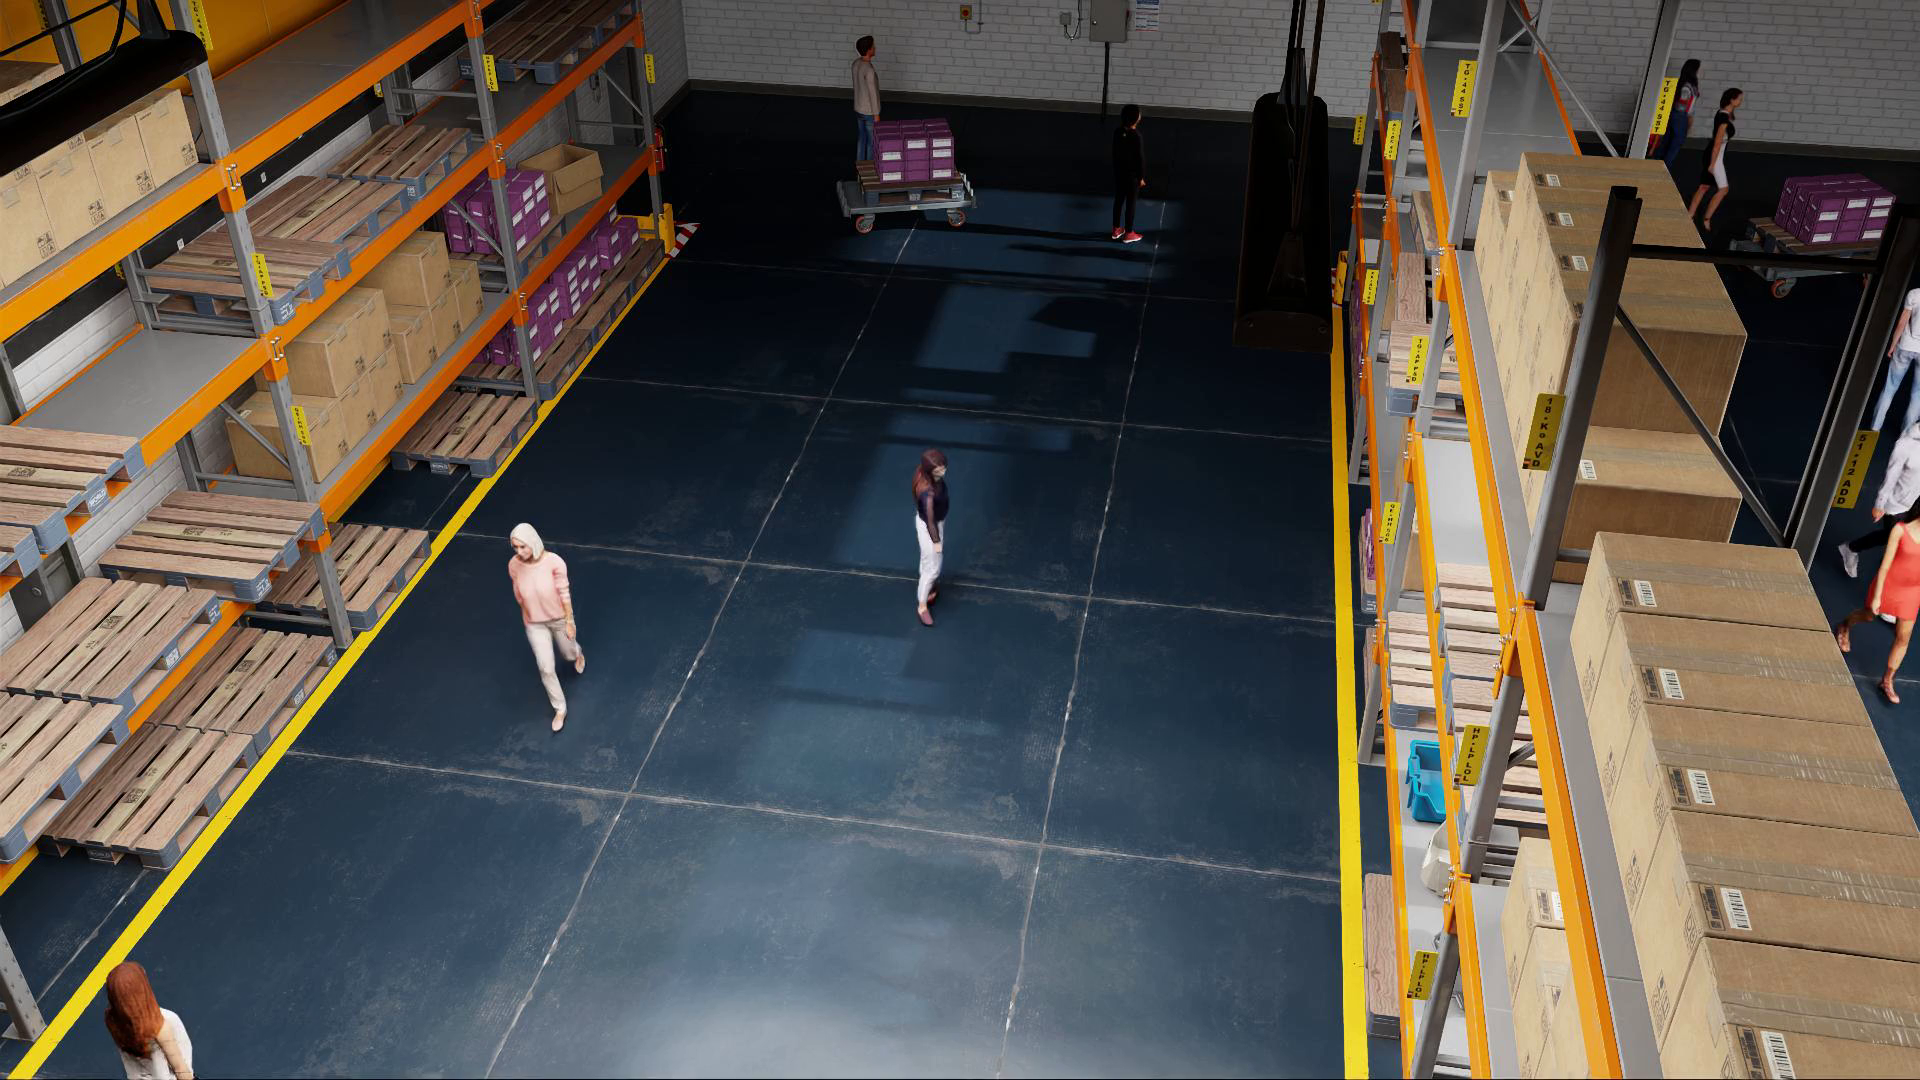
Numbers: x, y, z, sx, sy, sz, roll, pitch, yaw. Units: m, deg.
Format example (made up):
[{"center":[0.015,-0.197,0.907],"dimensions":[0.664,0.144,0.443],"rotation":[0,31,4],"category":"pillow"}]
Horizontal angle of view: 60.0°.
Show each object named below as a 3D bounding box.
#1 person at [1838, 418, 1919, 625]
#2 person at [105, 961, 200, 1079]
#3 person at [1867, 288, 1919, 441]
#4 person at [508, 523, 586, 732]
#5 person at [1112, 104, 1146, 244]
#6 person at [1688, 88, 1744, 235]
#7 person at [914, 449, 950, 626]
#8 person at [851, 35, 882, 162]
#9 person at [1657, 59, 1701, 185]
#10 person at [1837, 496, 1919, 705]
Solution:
[{"center":[7.637,-0.341,13.543],"dimensions":[0.980,1.893,1.294],"rotation":[-7,34,-10],"category":"person"},{"center":[-4.252,2.929,8.793],"dimensions":[0.685,1.706,0.918],"rotation":[13,36,19],"category":"person"},{"center":[9.066,-1.782,15.748],"dimensions":[0.718,1.851,0.691],"rotation":[21,39,28],"category":"person"},{"center":[-3.048,0.546,12.390],"dimensions":[0.740,1.694,1.069],"rotation":[-1,34,-2],"category":"person"},{"center":[1.999,-4.372,19.805],"dimensions":[0.686,1.675,0.708],"rotation":[27,42,35],"category":"person"},{"center":[8.970,-4.551,19.973],"dimensions":[0.648,1.787,0.555],"rotation":[6,34,9],"category":"person"},{"center":[-0.234,-0.113,13.470],"dimensions":[0.825,1.594,0.569],"rotation":[-11,35,-16],"category":"person"},{"center":[-1.188,-5.505,21.302],"dimensions":[0.814,1.904,0.737],"rotation":[-18,38,-25],"category":"person"},{"center":[9.227,-5.384,21.386],"dimensions":[0.723,1.610,0.574],"rotation":[-6,34,-9],"category":"person"},{"center":[7.114,0.330,12.724],"dimensions":[0.683,1.682,1.148],"rotation":[2,34,3],"category":"person"}]
